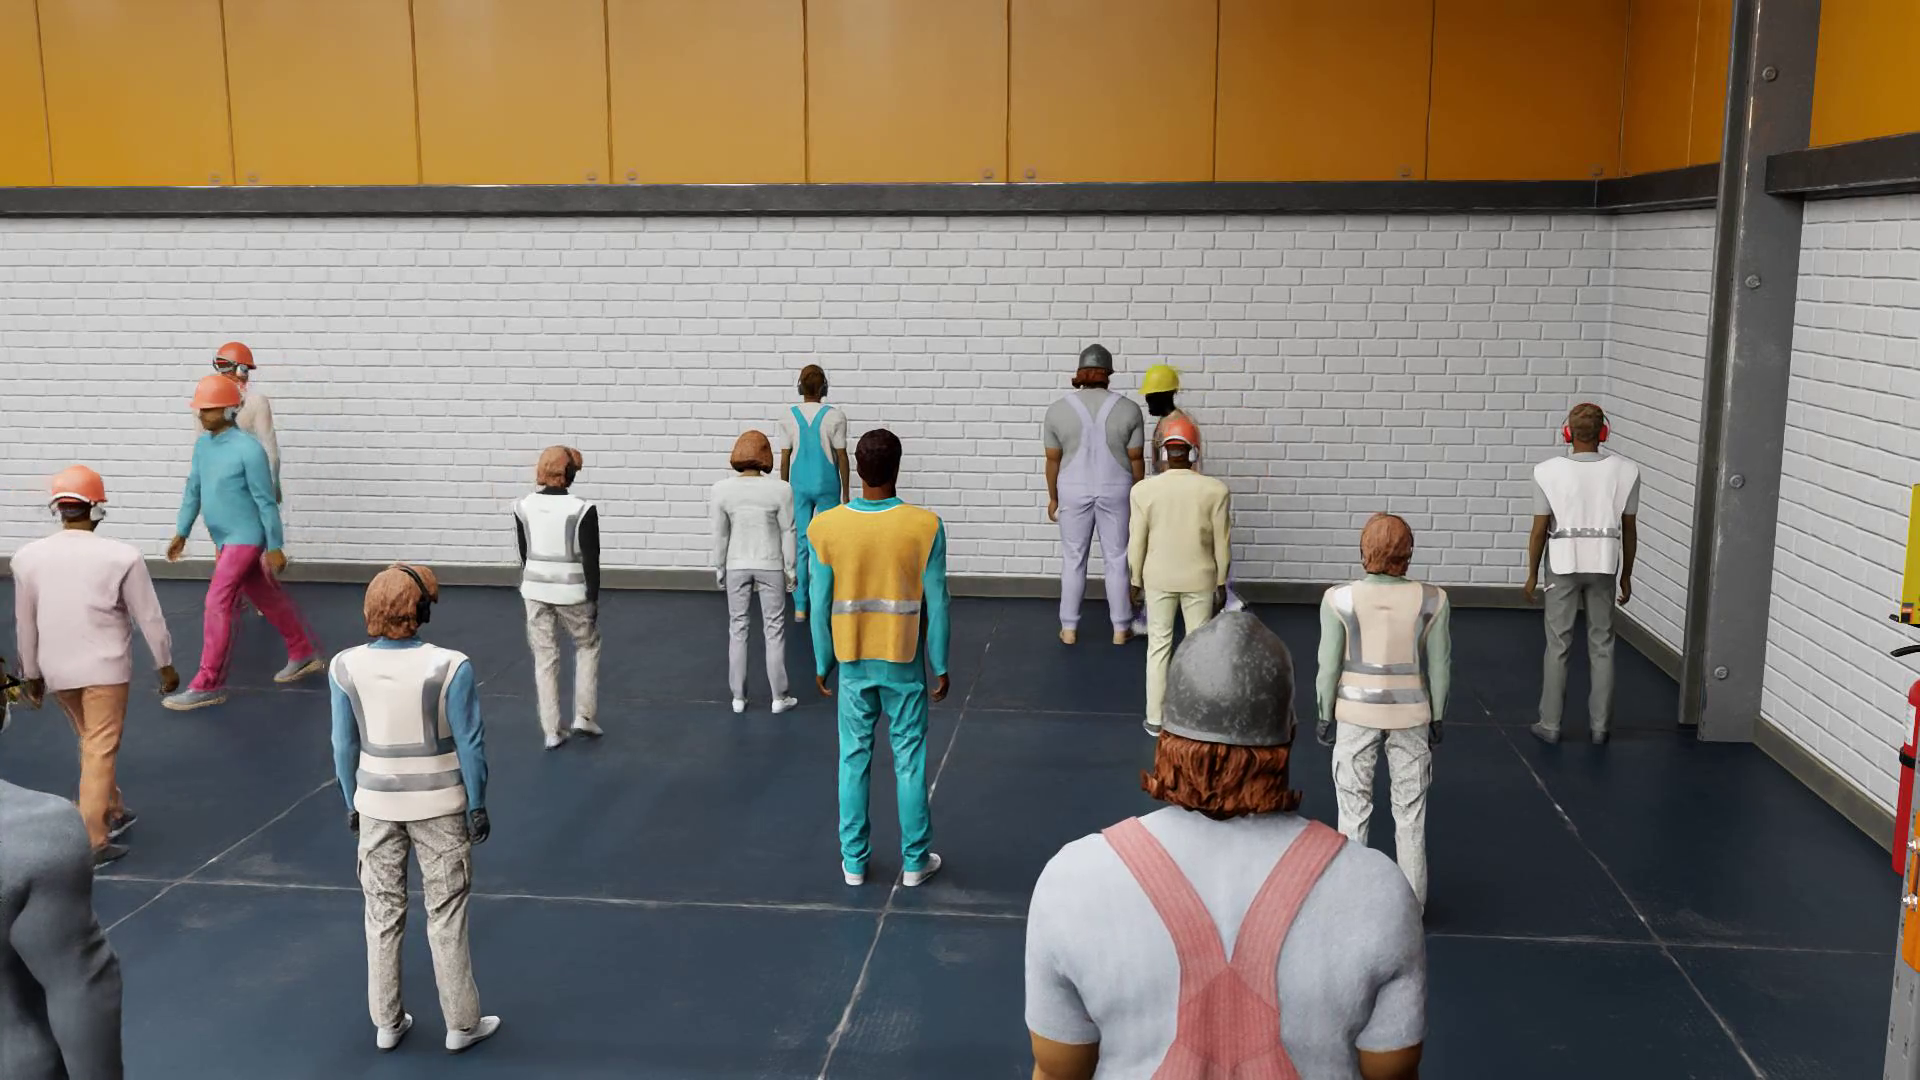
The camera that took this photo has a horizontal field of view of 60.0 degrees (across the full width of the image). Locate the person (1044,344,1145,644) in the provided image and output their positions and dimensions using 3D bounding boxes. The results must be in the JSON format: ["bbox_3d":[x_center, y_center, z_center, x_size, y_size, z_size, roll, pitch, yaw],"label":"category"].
[{"bbox_3d":[0.909,-0.316,11.220,0.674,2.000,0.535,1,10,7],"label":"person"}]

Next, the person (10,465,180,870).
[{"bbox_3d":[-3.738,0.528,7.288,0.578,1.721,0.757,1,10,7],"label":"person"}]

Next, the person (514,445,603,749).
[{"bbox_3d":[-2.130,0.302,8.890,0.510,1.620,0.444,2,10,11],"label":"person"}]

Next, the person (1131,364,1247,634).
[{"bbox_3d":[1.547,-0.267,11.381,0.855,1.894,0.606,1,10,6],"label":"person"}]

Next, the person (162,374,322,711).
[{"bbox_3d":[-4.268,-0.025,9.870,0.613,1.936,1.045,9,13,41],"label":"person"}]

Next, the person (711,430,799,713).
[{"bbox_3d":[-1.169,0.183,9.528,0.499,1.633,0.278,1,10,7],"label":"person"}]

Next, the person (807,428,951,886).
[{"bbox_3d":[-0.331,0.498,6.910,0.588,1.920,0.390,1,10,7],"label":"person"}]

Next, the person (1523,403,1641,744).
[{"bbox_3d":[3.318,0.191,8.900,0.564,1.837,0.388,1,10,7],"label":"person"}]

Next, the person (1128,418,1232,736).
[{"bbox_3d":[1.195,0.208,9.072,0.562,1.742,0.338,1,10,7],"label":"person"}]

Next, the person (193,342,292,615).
[{"bbox_3d":[-5.215,-0.438,12.082,0.610,1.985,0.393,1,10,7],"label":"person"}]

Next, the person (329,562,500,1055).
[{"bbox_3d":[-1.795,0.889,5.467,0.514,1.642,0.311,1,10,7],"label":"person"}]

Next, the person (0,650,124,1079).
[{"bbox_3d":[-1.950,1.115,3.321,0.627,1.941,0.370,1,10,7],"label":"person"}]

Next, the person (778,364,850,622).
[{"bbox_3d":[-1.027,-0.326,11.836,0.506,1.847,0.343,1,10,7],"label":"person"}]

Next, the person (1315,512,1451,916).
[{"bbox_3d":[1.644,0.709,6.492,0.514,1.642,0.311,1,10,7],"label":"person"}]
